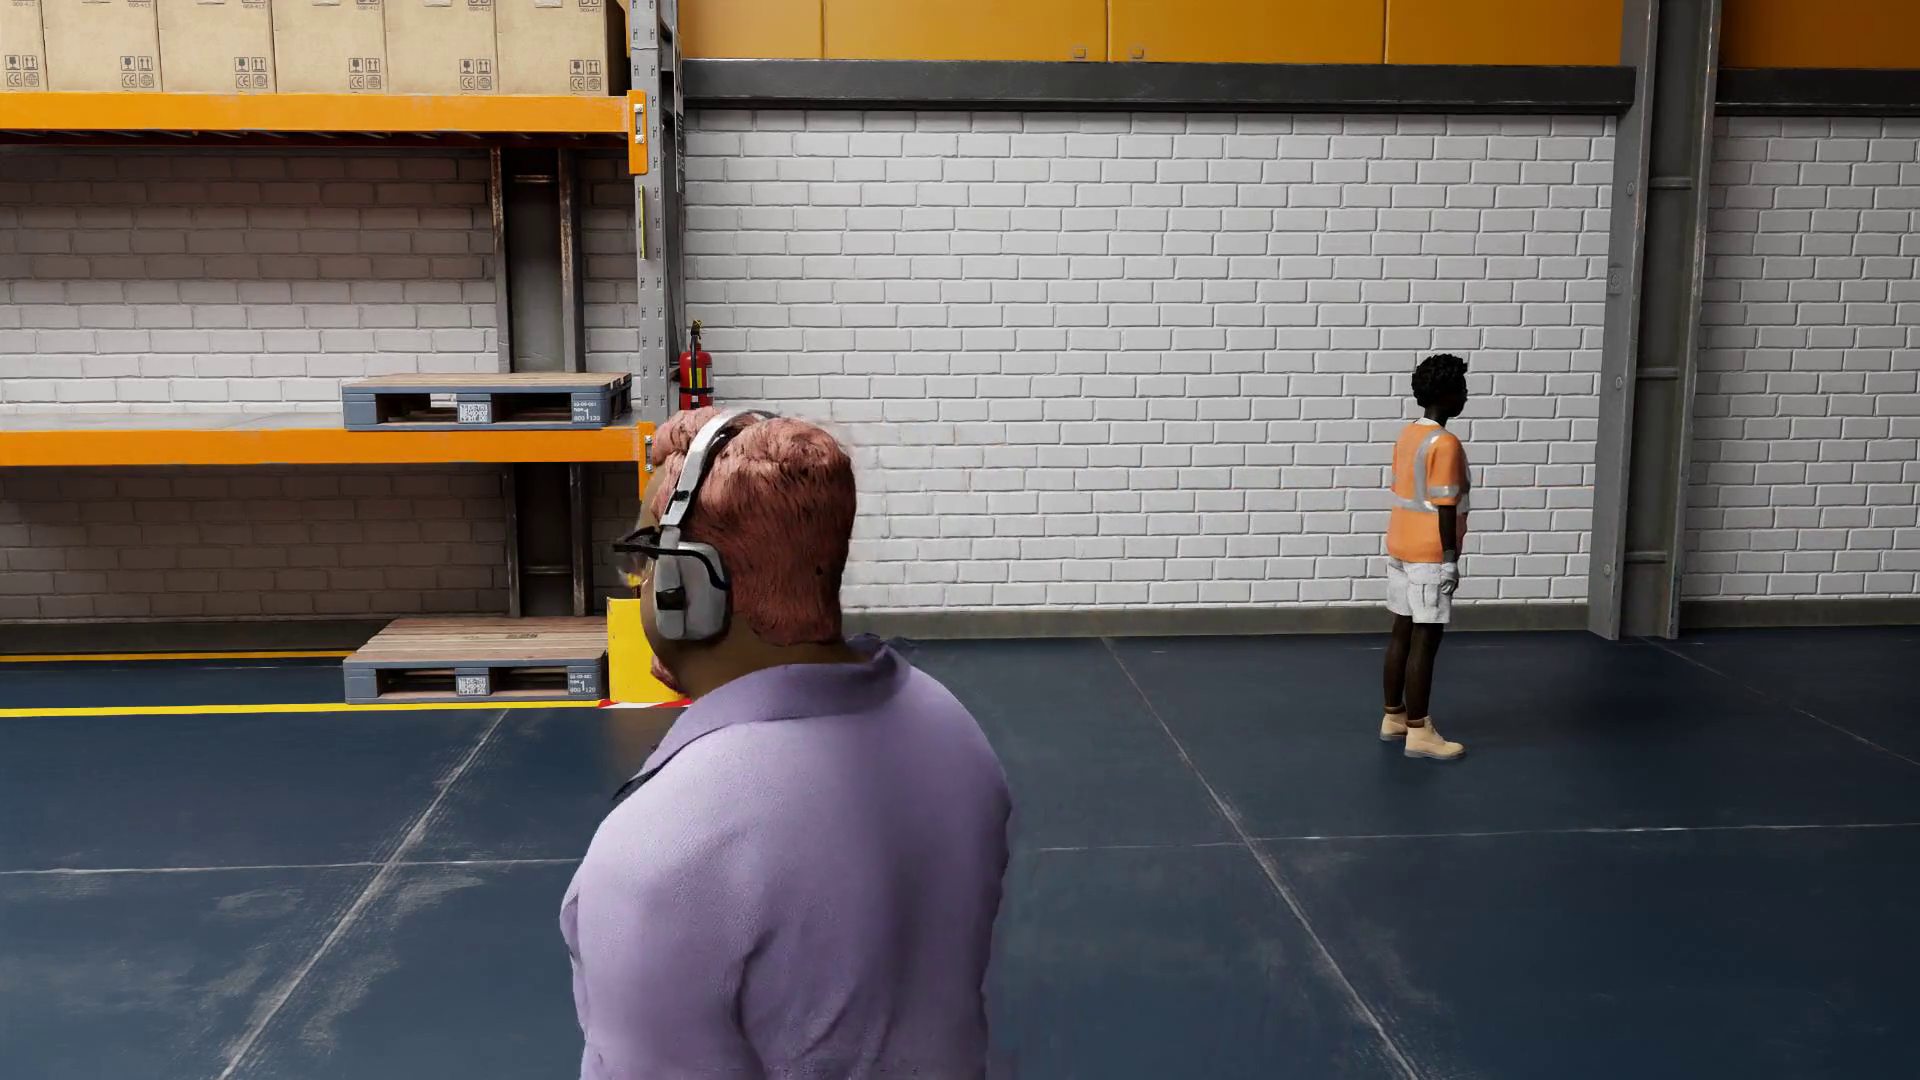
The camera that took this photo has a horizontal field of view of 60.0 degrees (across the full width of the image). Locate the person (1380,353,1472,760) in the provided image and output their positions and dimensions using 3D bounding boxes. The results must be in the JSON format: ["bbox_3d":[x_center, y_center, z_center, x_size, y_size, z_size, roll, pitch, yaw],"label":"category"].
[{"bbox_3d":[1.978,0.064,7.033,0.320,1.695,0.538,-1,9,-5],"label":"person"}]

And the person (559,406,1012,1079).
[{"bbox_3d":[-0.182,0.812,1.750,0.457,1.894,0.663,5,11,31],"label":"person"}]
